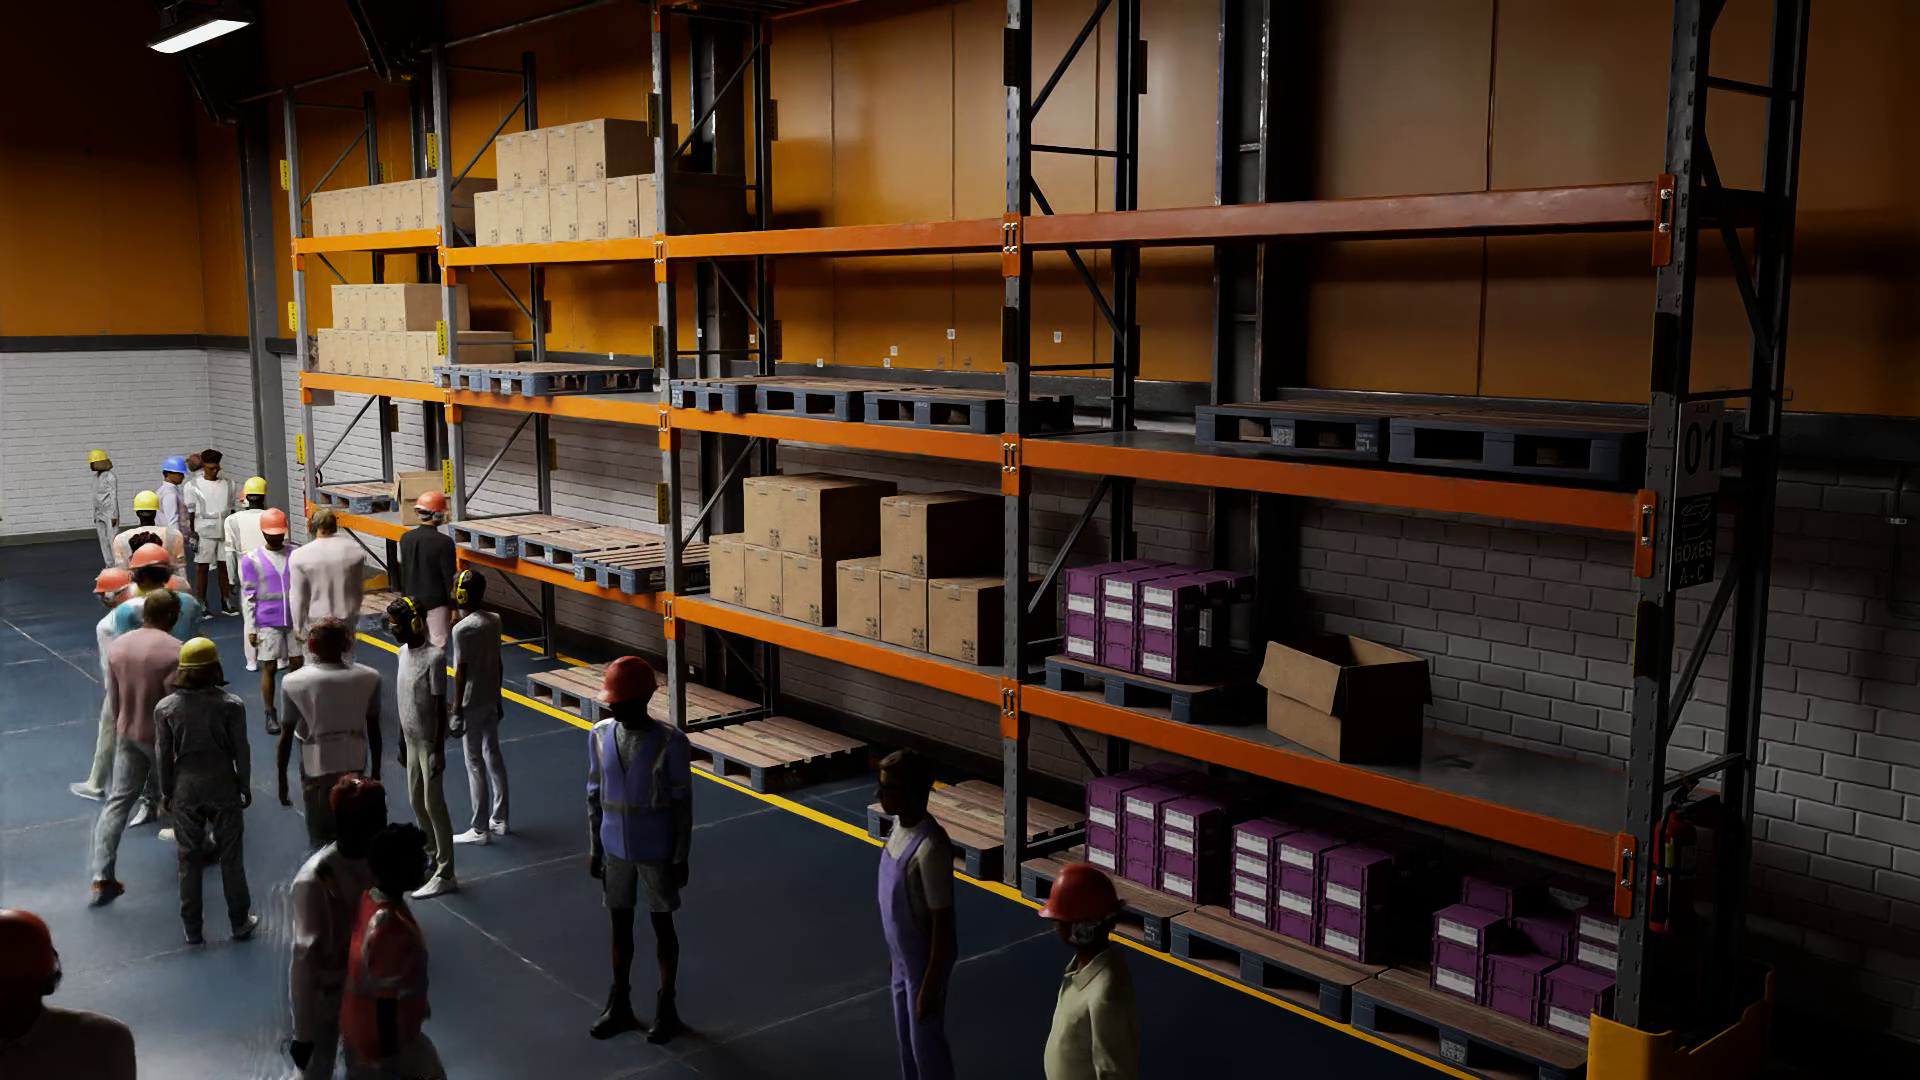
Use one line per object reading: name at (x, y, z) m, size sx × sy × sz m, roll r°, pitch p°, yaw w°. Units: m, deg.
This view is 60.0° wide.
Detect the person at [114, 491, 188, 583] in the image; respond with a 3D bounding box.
person at (-7.358, 0.513, 15.170) m, size 0.584 × 1.929 × 0.371 m, roll -4°, pitch 9°, yaw -26°

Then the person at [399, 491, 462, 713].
person at (-4.677, 0.554, 14.739) m, size 0.625 × 1.981 × 0.422 m, roll 4°, pitch 9°, yaw 26°

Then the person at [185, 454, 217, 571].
person at (-10.235, -0.376, 22.445) m, size 0.407 × 1.605 × 0.598 m, roll -6°, pitch 10°, yaw -37°

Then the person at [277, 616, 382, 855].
person at (-3.634, 1.361, 9.682) m, size 0.590 × 1.815 × 0.768 m, roll -6°, pitch 10°, yaw -34°

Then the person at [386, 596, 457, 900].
person at (-3.327, 1.261, 10.239) m, size 0.519 × 1.856 × 0.351 m, roll 8°, pitch 11°, yaw 43°

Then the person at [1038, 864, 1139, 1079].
person at (0.436, 1.960, 5.718) m, size 0.337 × 1.747 × 0.573 m, roll 0°, pitch 8°, yaw -3°

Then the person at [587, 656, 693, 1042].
person at (-1.590, 1.513, 8.203) m, size 0.545 × 1.933 × 0.376 m, roll 2°, pitch 9°, yaw 16°

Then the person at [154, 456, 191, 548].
person at (-8.697, 0.041, 18.416) m, size 0.412 × 1.937 × 0.605 m, roll -5°, pitch 9°, yaw -30°

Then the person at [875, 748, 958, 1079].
person at (-0.187, 1.753, 6.839) m, size 0.347 × 1.846 × 0.505 m, roll -3°, pitch 9°, yaw -18°

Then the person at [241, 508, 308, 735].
person at (-5.738, 0.679, 14.034) m, size 0.551 × 1.927 × 0.381 m, roll -7°, pitch 11°, yaw -39°

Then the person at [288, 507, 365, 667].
person at (-5.344, 0.675, 14.061) m, size 0.634 × 1.926 × 0.446 m, roll -6°, pitch 10°, yaw -35°

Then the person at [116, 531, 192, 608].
person at (-5.938, 0.908, 12.287) m, size 0.366 × 1.964 × 0.610 m, roll 4°, pitch 9°, yaw 24°

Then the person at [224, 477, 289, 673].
person at (-6.897, 0.339, 16.383) m, size 0.594 × 1.924 × 0.384 m, roll -2°, pitch 9°, yaw -17°

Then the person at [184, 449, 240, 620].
person at (-8.594, -0.076, 19.149) m, size 0.368 × 1.961 × 0.603 m, roll 7°, pitch 11°, yaw 40°

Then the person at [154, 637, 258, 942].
person at (-4.313, 1.419, 9.519) m, size 0.492 × 1.741 × 0.318 m, roll -2°, pitch 8°, yaw -15°

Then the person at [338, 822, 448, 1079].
person at (-2.147, 1.887, 6.469) m, size 0.622 × 1.661 × 0.562 m, roll -5°, pitch 10°, yaw -33°

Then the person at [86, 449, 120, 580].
person at (-11.127, -0.316, 21.623) m, size 0.491 × 1.732 × 0.320 m, roll 5°, pitch 10°, yaw 32°

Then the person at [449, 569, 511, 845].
person at (-3.255, 1.119, 11.204) m, size 0.315 × 1.861 × 0.517 m, roll 2°, pitch 9°, yaw 17°

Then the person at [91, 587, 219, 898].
person at (-5.036, 1.237, 10.353) m, size 0.682 × 1.874 × 1.068 m, roll 2°, pitch 9°, yaw 16°

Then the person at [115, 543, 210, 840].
person at (-5.414, 1.032, 11.393) m, size 0.731 × 2.003 × 0.626 m, roll 3°, pitch 9°, yaw 22°

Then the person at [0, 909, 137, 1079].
person at (-2.629, 1.992, 4.712) m, size 0.617 × 1.986 × 0.411 m, roll -3°, pitch 9°, yaw -21°

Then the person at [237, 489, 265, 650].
person at (-7.369, 0.287, 17.410) m, size 0.354 × 1.738 × 0.573 m, roll 3°, pitch 9°, yaw 17°

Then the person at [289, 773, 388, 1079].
person at (-2.510, 1.795, 6.623) m, size 0.942 × 1.836 × 0.604 m, roll 3°, pitch 9°, yaw 19°

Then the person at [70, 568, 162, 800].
person at (-6.115, 1.055, 12.134) m, size 0.854 × 1.710 × 0.581 m, roll 2°, pitch 9°, yaw 17°
